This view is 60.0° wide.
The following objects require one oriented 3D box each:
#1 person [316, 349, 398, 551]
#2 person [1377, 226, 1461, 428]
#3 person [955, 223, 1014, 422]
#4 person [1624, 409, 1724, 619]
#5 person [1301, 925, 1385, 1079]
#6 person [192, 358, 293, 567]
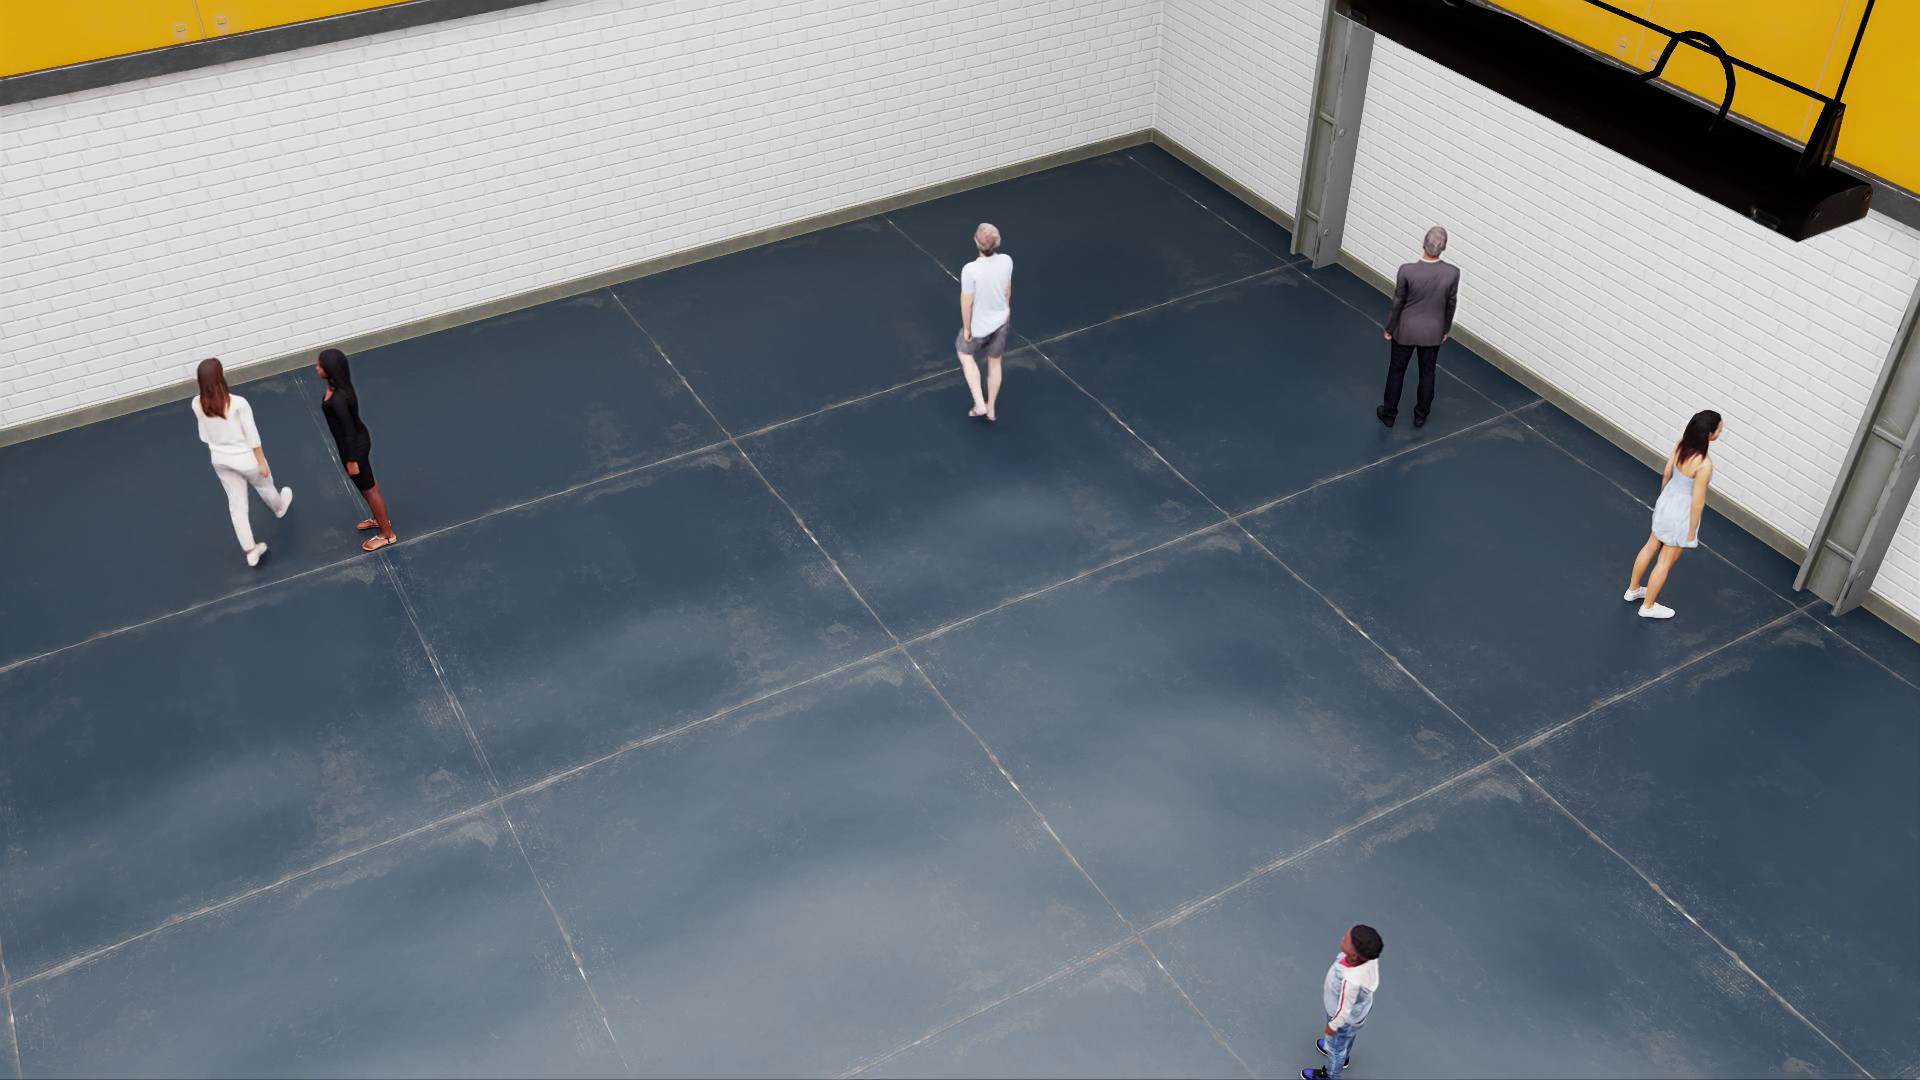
[{"bbox_3d":[-4.574,-0.694,12.528,0.698,1.720,0.470,-15,41,-17],"label":"person"},{"bbox_3d":[3.793,-1.754,13.758,0.807,1.842,0.818,2,39,2],"label":"person"},{"bbox_3d":[0.251,-1.746,13.765,0.693,1.820,0.698,-15,41,-18],"label":"person"},{"bbox_3d":[5.125,-0.204,11.907,0.713,1.729,0.574,-7,39,-8],"label":"person"},{"bbox_3d":[2.078,2.488,8.912,0.600,1.261,0.559,22,43,25],"label":"person"},{"bbox_3d":[-5.412,-0.556,12.415,0.964,1.645,1.168,-1,39,-1],"label":"person"}]
